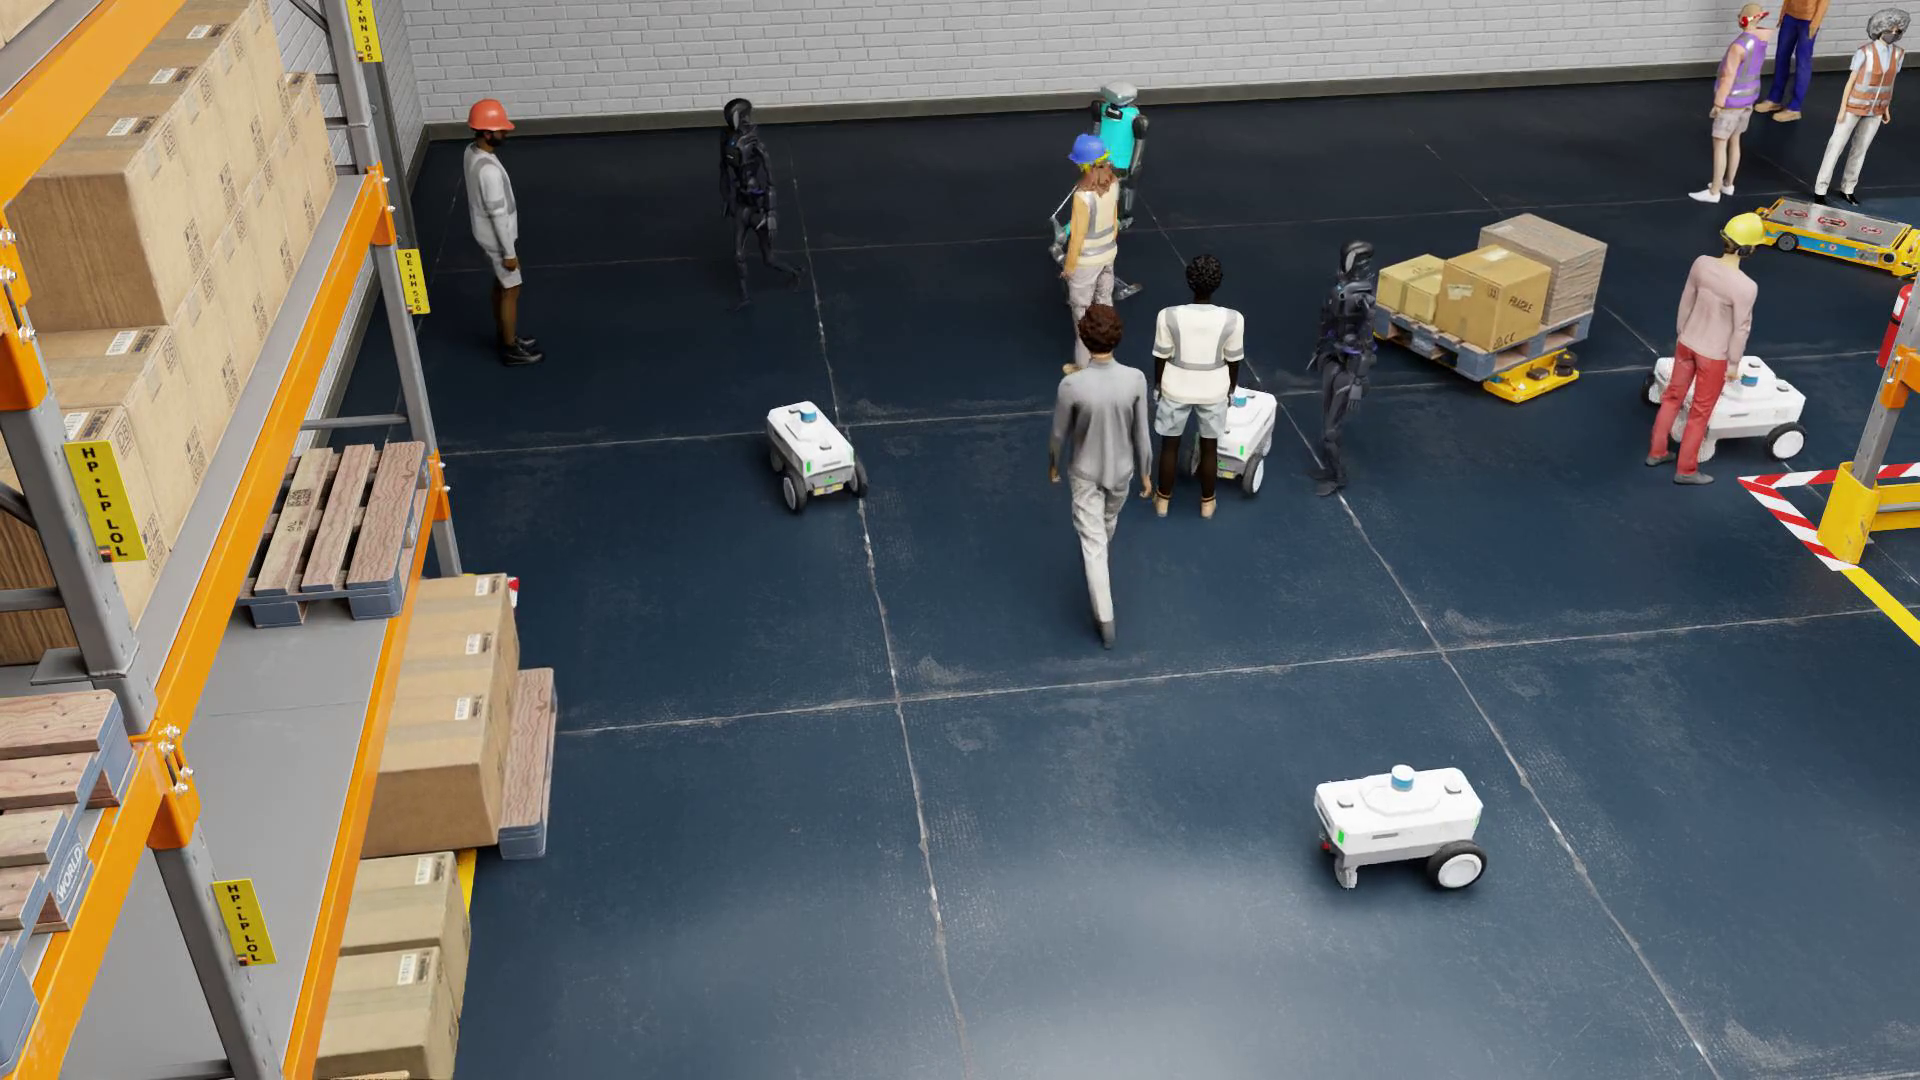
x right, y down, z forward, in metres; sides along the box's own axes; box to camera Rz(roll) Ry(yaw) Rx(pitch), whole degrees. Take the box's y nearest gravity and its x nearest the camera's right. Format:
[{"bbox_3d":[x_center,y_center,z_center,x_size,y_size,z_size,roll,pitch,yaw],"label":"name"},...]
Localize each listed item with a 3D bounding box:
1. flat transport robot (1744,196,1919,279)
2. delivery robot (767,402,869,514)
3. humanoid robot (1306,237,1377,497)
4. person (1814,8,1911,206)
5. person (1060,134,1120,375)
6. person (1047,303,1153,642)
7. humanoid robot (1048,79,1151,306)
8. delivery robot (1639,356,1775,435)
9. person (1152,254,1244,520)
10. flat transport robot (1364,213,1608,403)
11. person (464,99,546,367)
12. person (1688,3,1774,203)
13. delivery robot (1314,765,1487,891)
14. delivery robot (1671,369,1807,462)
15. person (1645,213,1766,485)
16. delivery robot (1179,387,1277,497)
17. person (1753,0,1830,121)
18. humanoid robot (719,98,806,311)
[{"bbox_3d":[7.232,-2.497,13.678,1.431,0.231,0.659,23,40,31],"label":"flat transport robot"},{"bbox_3d":[-0.932,-0.552,10.443,0.499,0.601,0.805,-15,36,-22],"label":"delivery robot"},{"bbox_3d":[2.346,-1.080,10.216,0.313,1.652,0.608,-10,34,-15],"label":"humanoid robot"},{"bbox_3d":[7.717,-3.684,14.194,0.442,1.690,0.310,-2,33,-3],"label":"person"},{"bbox_3d":[0.896,-1.938,11.450,0.334,1.769,0.486,27,42,35],"label":"person"},{"bbox_3d":[0.752,-0.428,9.068,0.554,1.834,1.023,-5,34,-8],"label":"person"},{"bbox_3d":[1.025,-2.494,12.313,0.973,1.742,0.560,-27,41,-34],"label":"humanoid robot"},{"bbox_3d":[5.018,-1.020,11.162,0.801,0.602,0.499,-1,33,-2],"label":"delivery robot"},{"bbox_3d":[1.397,-0.890,9.914,0.534,1.693,0.319,3,33,5],"label":"person"},{"bbox_3d":[3.686,-1.416,12.022,0.659,0.231,1.431,-21,39,-29],"label":"flat transport robot"},{"bbox_3d":[-3.193,-2.128,11.603,0.382,1.924,0.546,-16,36,-23],"label":"person"},{"bbox_3d":[6.659,-3.758,14.322,0.491,1.682,0.351,-26,41,-34],"label":"person"},{"bbox_3d":[2.020,1.286,7.633,0.780,0.609,0.523,-6,34,-9],"label":"delivery robot"},{"bbox_3d":[5.124,-0.821,10.867,0.790,0.614,0.499,-5,33,-7],"label":"delivery robot"},{"bbox_3d":[4.638,-1.184,10.296,0.329,1.767,0.526,-12,35,-17],"label":"person"},{"bbox_3d":[1.754,-0.680,10.605,0.499,0.565,0.745,15,36,22],"label":"delivery robot"},{"bbox_3d":[8.132,-5.072,16.071,0.403,1.974,0.517,-11,35,-16],"label":"person"},{"bbox_3d":[-1.517,-2.553,12.503,0.609,1.631,0.697,25,41,33],"label":"humanoid robot"}]
